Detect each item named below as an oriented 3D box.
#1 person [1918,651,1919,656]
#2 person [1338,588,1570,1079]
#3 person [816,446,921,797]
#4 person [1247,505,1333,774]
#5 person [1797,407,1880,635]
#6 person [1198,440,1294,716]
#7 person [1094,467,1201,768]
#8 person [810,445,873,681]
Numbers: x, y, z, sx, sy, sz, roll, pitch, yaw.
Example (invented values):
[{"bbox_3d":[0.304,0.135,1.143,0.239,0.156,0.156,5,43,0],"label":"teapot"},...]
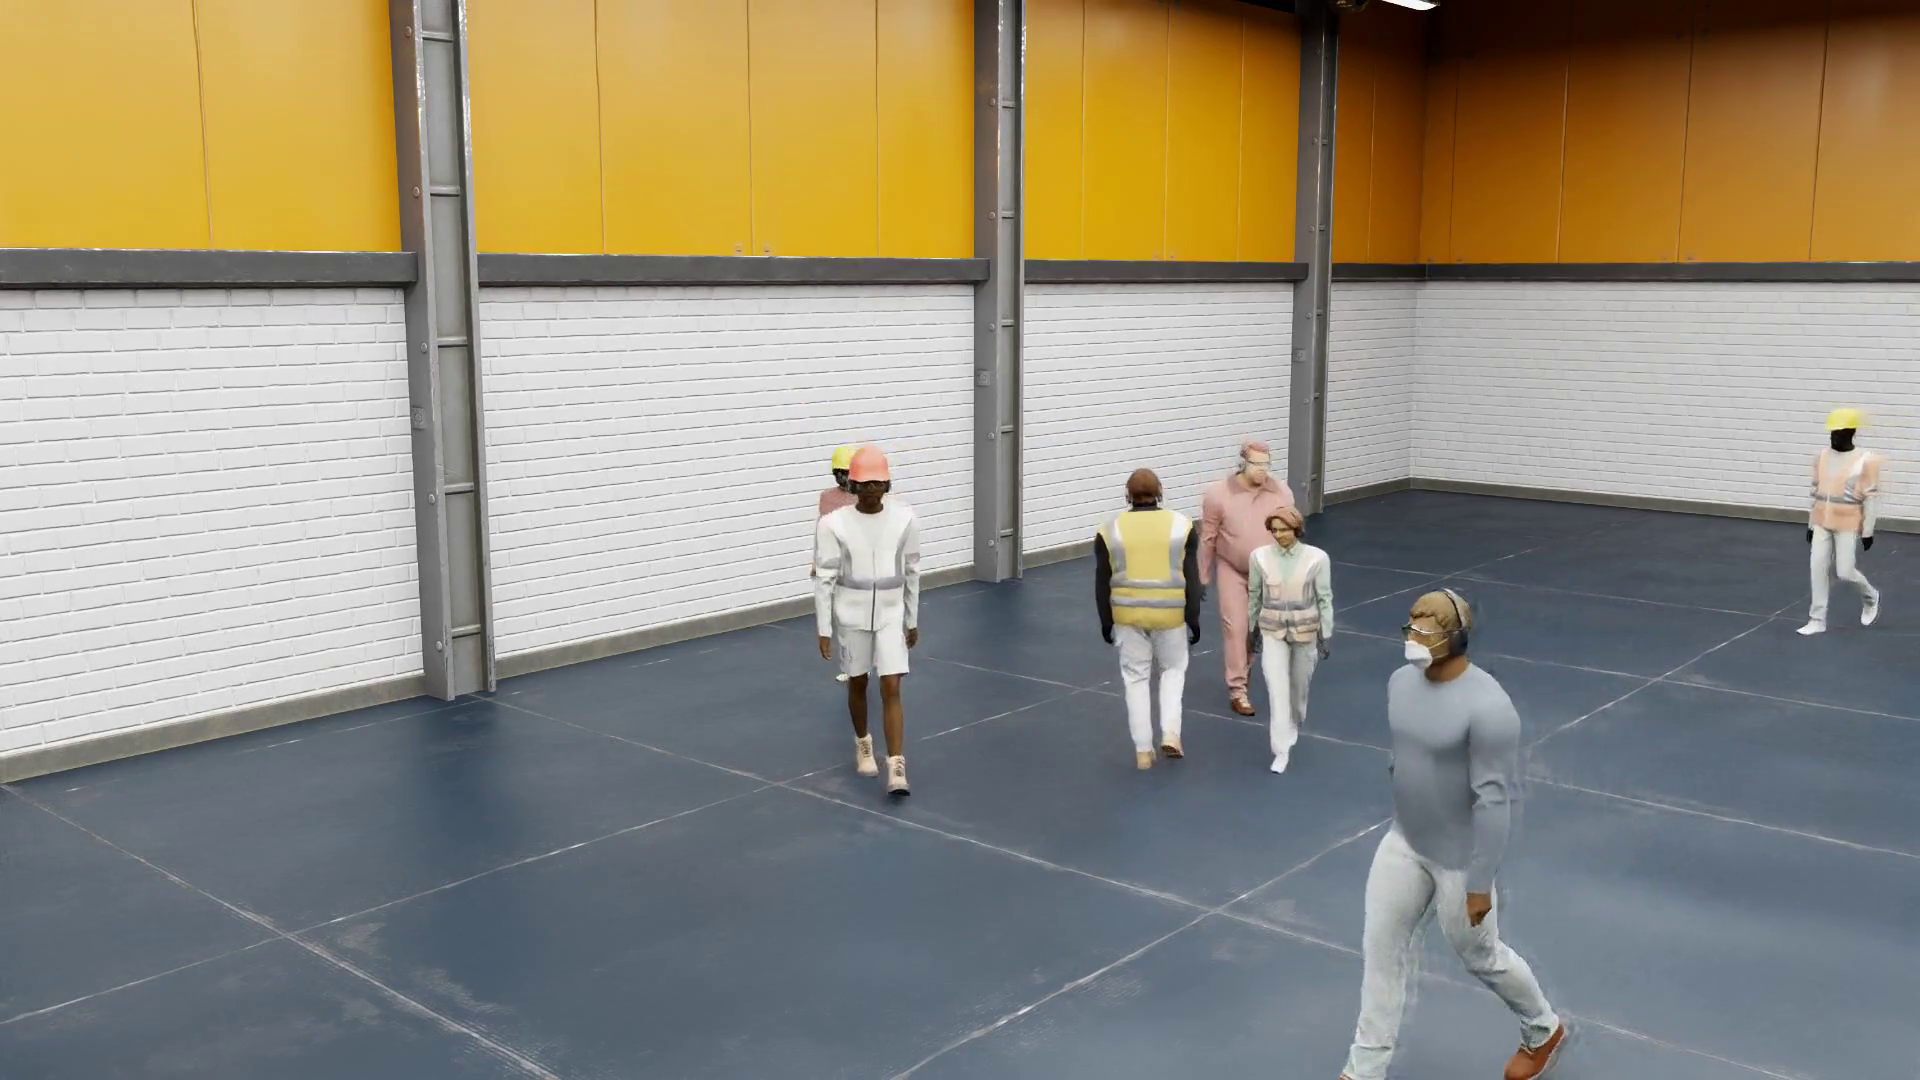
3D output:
[{"bbox_3d":[7.636,0.106,12.766,0.317,1.695,0.540,0,9,2],"label":"person"},{"bbox_3d":[1.784,1.095,5.961,1.000,1.902,0.639,-4,10,-23],"label":"person"},{"bbox_3d":[-0.505,0.470,9.538,0.629,1.990,1.029,-2,9,-11],"label":"person"},{"bbox_3d":[2.033,0.561,10.233,0.528,1.600,0.817,3,9,17],"label":"person"},{"bbox_3d":[7.324,-0.153,13.748,0.690,1.907,0.588,-4,10,-24],"label":"person"},{"bbox_3d":[1.982,0.214,11.579,0.664,1.874,0.924,-1,9,-5],"label":"person"},{"bbox_3d":[1.127,0.475,10.057,0.641,1.824,0.441,1,9,7],"label":"person"},{"bbox_3d":[-0.822,0.181,12.113,0.538,1.750,0.438,6,11,35],"label":"person"}]
